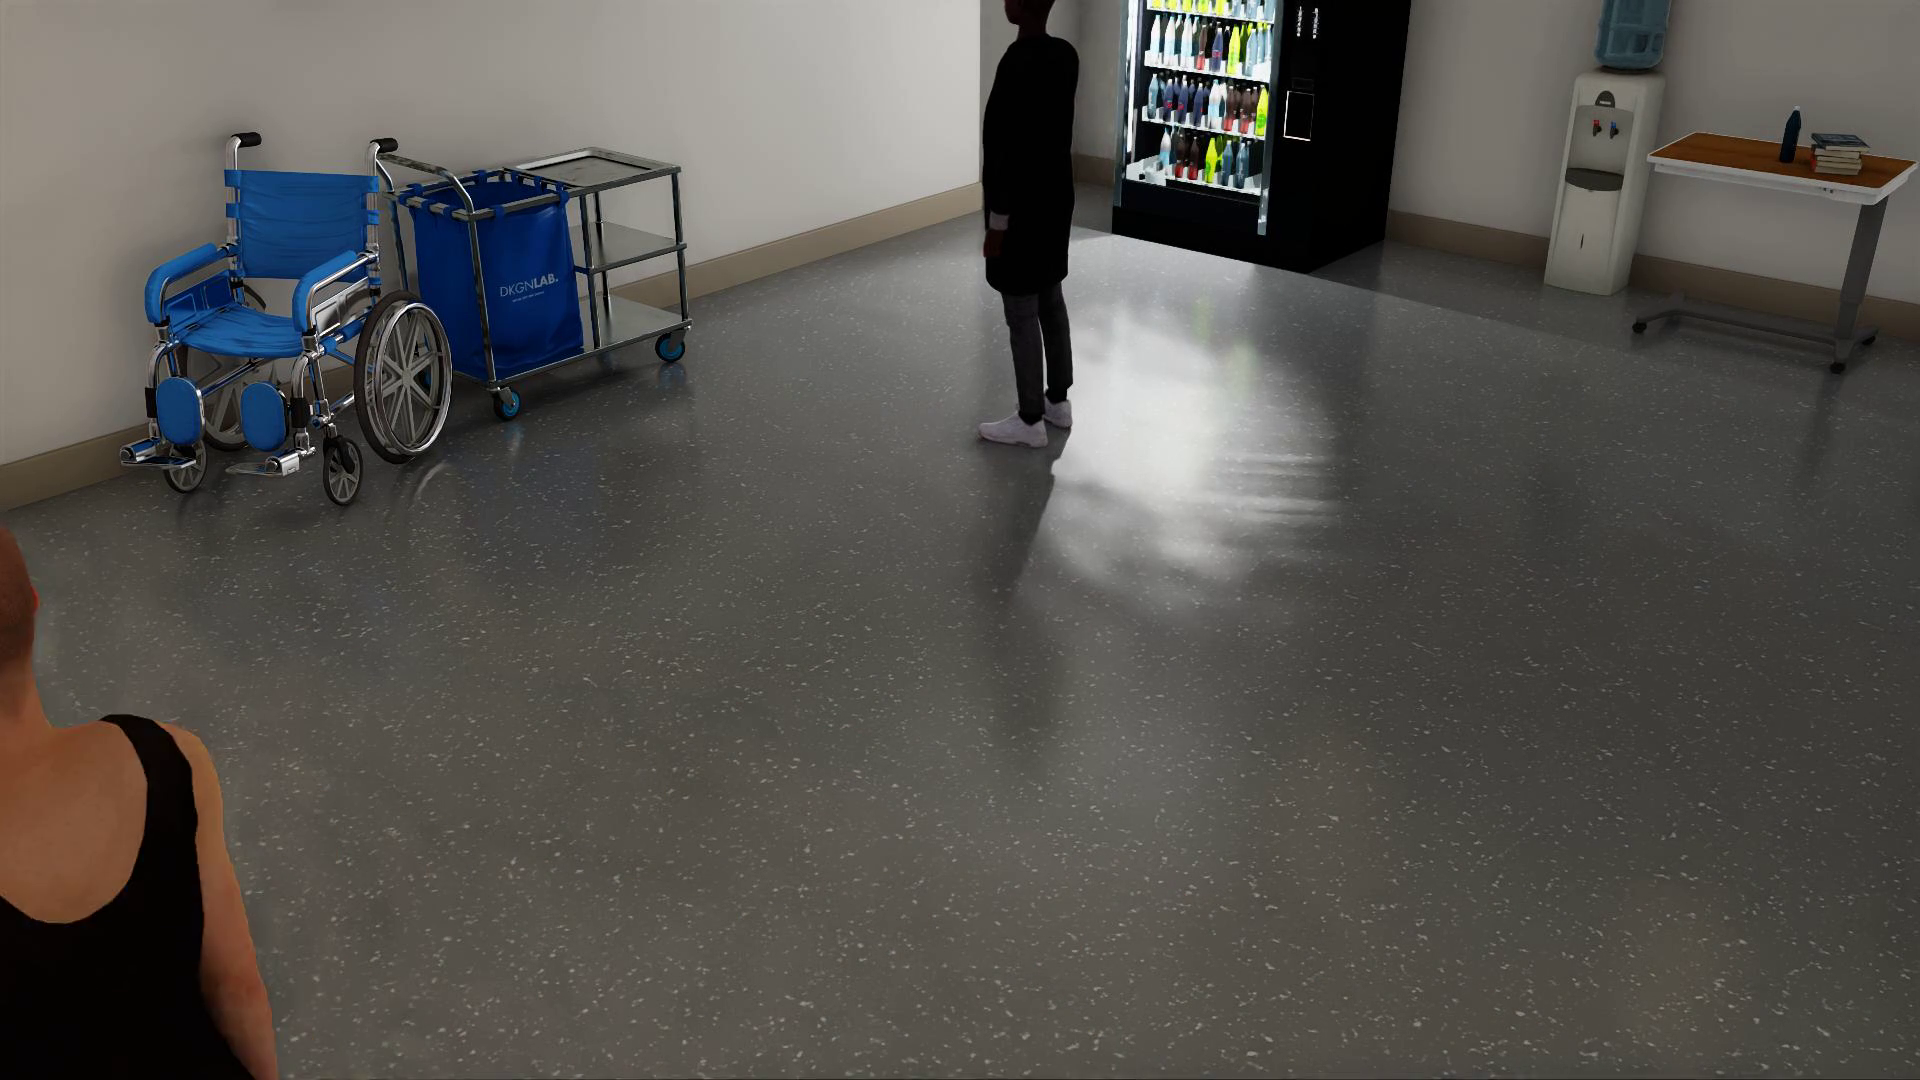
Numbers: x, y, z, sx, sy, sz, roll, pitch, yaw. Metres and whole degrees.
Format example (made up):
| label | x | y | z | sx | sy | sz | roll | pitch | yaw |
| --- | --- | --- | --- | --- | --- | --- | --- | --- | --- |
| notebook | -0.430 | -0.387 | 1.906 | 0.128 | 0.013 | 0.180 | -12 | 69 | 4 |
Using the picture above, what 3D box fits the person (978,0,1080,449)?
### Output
| label | x | y | z | sx | sy | sz | roll | pitch | yaw |
| --- | --- | --- | --- | --- | --- | --- | --- | --- | --- |
| person | 0.272 | -1.217 | 6.155 | 0.591 | 1.761 | 0.675 | 15 | 30 | 29 |
